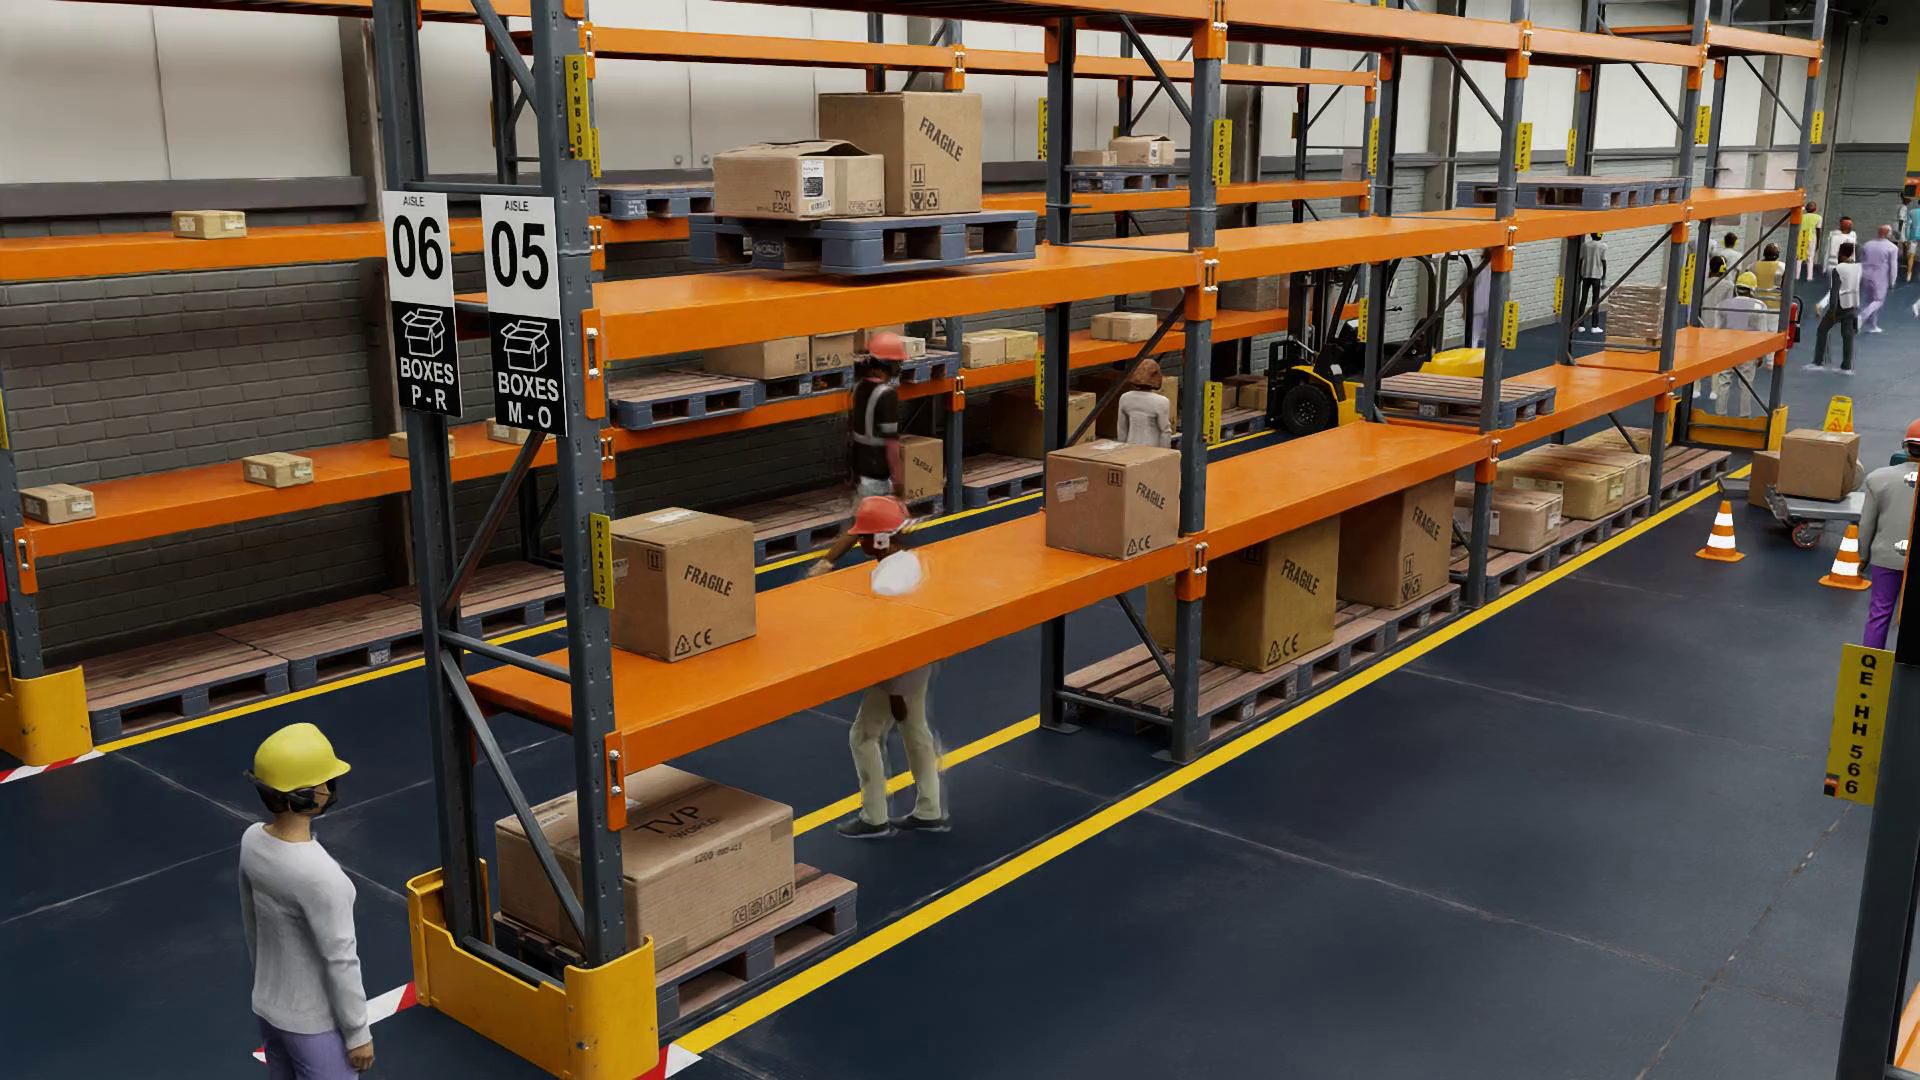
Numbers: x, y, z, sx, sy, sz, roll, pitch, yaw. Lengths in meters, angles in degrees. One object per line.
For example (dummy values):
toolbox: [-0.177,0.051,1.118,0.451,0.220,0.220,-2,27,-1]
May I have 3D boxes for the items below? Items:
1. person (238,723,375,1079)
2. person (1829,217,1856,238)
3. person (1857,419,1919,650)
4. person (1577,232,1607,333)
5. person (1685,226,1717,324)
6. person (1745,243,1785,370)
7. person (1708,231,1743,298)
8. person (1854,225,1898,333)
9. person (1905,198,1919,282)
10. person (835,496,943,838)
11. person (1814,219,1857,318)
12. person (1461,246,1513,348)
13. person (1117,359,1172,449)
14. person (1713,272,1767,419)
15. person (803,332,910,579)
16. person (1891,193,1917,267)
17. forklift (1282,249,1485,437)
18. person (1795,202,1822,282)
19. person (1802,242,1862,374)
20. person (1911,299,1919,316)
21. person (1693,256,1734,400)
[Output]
person: [-1.921,1.394,4.957,0.524,1.769,0.325,12,18,40]
person: [18.965,-6.133,35.843,0.538,1.637,0.884,7,15,25]
person: [5.822,0.108,10.219,0.563,1.753,0.335,12,18,40]
person: [10.988,-4.542,28.931,0.521,1.864,0.334,12,18,40]
person: [13.397,-4.819,30.114,0.506,1.837,0.350,12,18,40]
person: [11.842,-3.430,24.446,0.622,1.845,0.430,12,18,40]
person: [12.582,-4.152,27.405,0.511,1.841,0.835,5,15,19]
person: [15.760,-4.488,28.678,0.791,1.881,0.656,-6,15,-24]
person: [22.335,-7.034,38.699,0.606,2.045,0.389,12,18,40]
person: [-0.380,0.628,8.156,0.637,1.727,0.591,4,14,14]
person: [16.286,-5.032,30.948,0.832,1.857,0.586,-6,15,-22]
person: [7.368,-3.261,23.346,0.686,2.000,0.885,5,15,19]
person: [1.512,-0.667,13.624,0.499,1.634,0.285,12,18,40]
person: [9.176,-2.233,19.589,0.589,1.835,0.404,12,18,40]
person: [-0.716,-0.540,12.357,0.959,2.009,0.621,-5,15,-20]
person: [24.417,-8.017,42.936,0.852,1.935,0.610,3,14,13]
forklift: [4.886,-2.214,18.767,2.313,2.155,1.214,11,18,38]
person: [19.695,-6.934,38.699,0.564,1.847,0.395,12,18,40]
person: [12.701,-3.365,24.110,0.603,1.873,0.833,-7,15,-25]
person: [18.330,-5.008,31.356,0.742,1.604,0.510,-3,14,-13]
person: [9.806,-2.769,21.714,0.521,1.864,0.334,12,18,40]
